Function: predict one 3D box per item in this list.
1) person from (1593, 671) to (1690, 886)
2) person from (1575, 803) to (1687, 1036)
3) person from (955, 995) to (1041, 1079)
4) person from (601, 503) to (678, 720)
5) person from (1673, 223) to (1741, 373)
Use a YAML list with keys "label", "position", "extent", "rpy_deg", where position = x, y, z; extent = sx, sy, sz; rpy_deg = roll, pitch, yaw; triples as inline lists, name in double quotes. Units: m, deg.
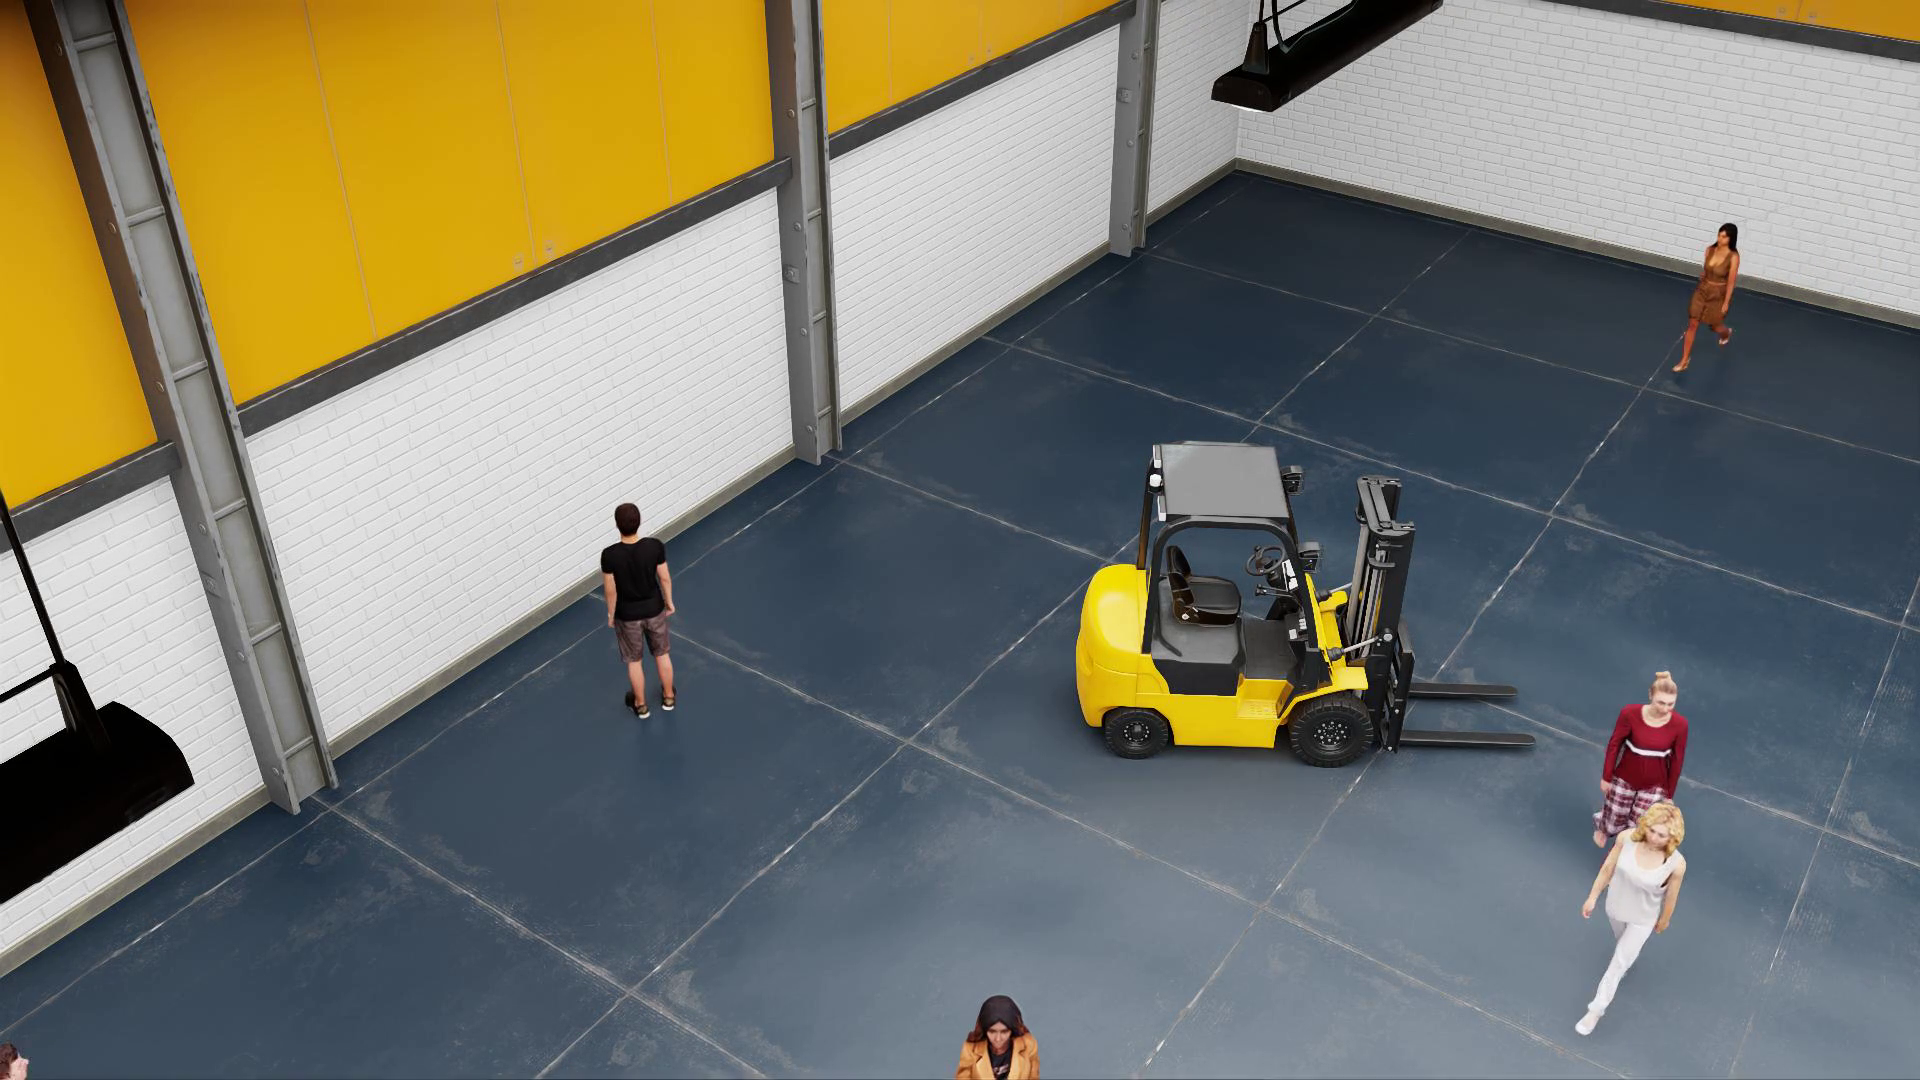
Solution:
- label: "person"
  position: [4.549, 1.571, 11.167]
  extent: [0.755, 1.688, 0.818]
  rpy_deg: [7, 34, 11]
- label: "person"
  position: [4.179, 2.220, 10.246]
  extent: [1.152, 1.628, 0.780]
  rpy_deg: [-26, 41, -33]
- label: "person"
  position: [0.199, 3.075, 8.875]
  extent: [0.782, 1.720, 0.821]
  rpy_deg: [-3, 34, -4]
- label: "person"
  position: [-2.427, 0.533, 12.572]
  extent: [0.702, 1.861, 0.825]
  rpy_deg: [-14, 36, -20]
- label: "person"
  position: [7.910, -2.538, 17.376]
  extent: [1.089, 1.659, 0.806]
  rpy_deg: [-21, 39, -28]
